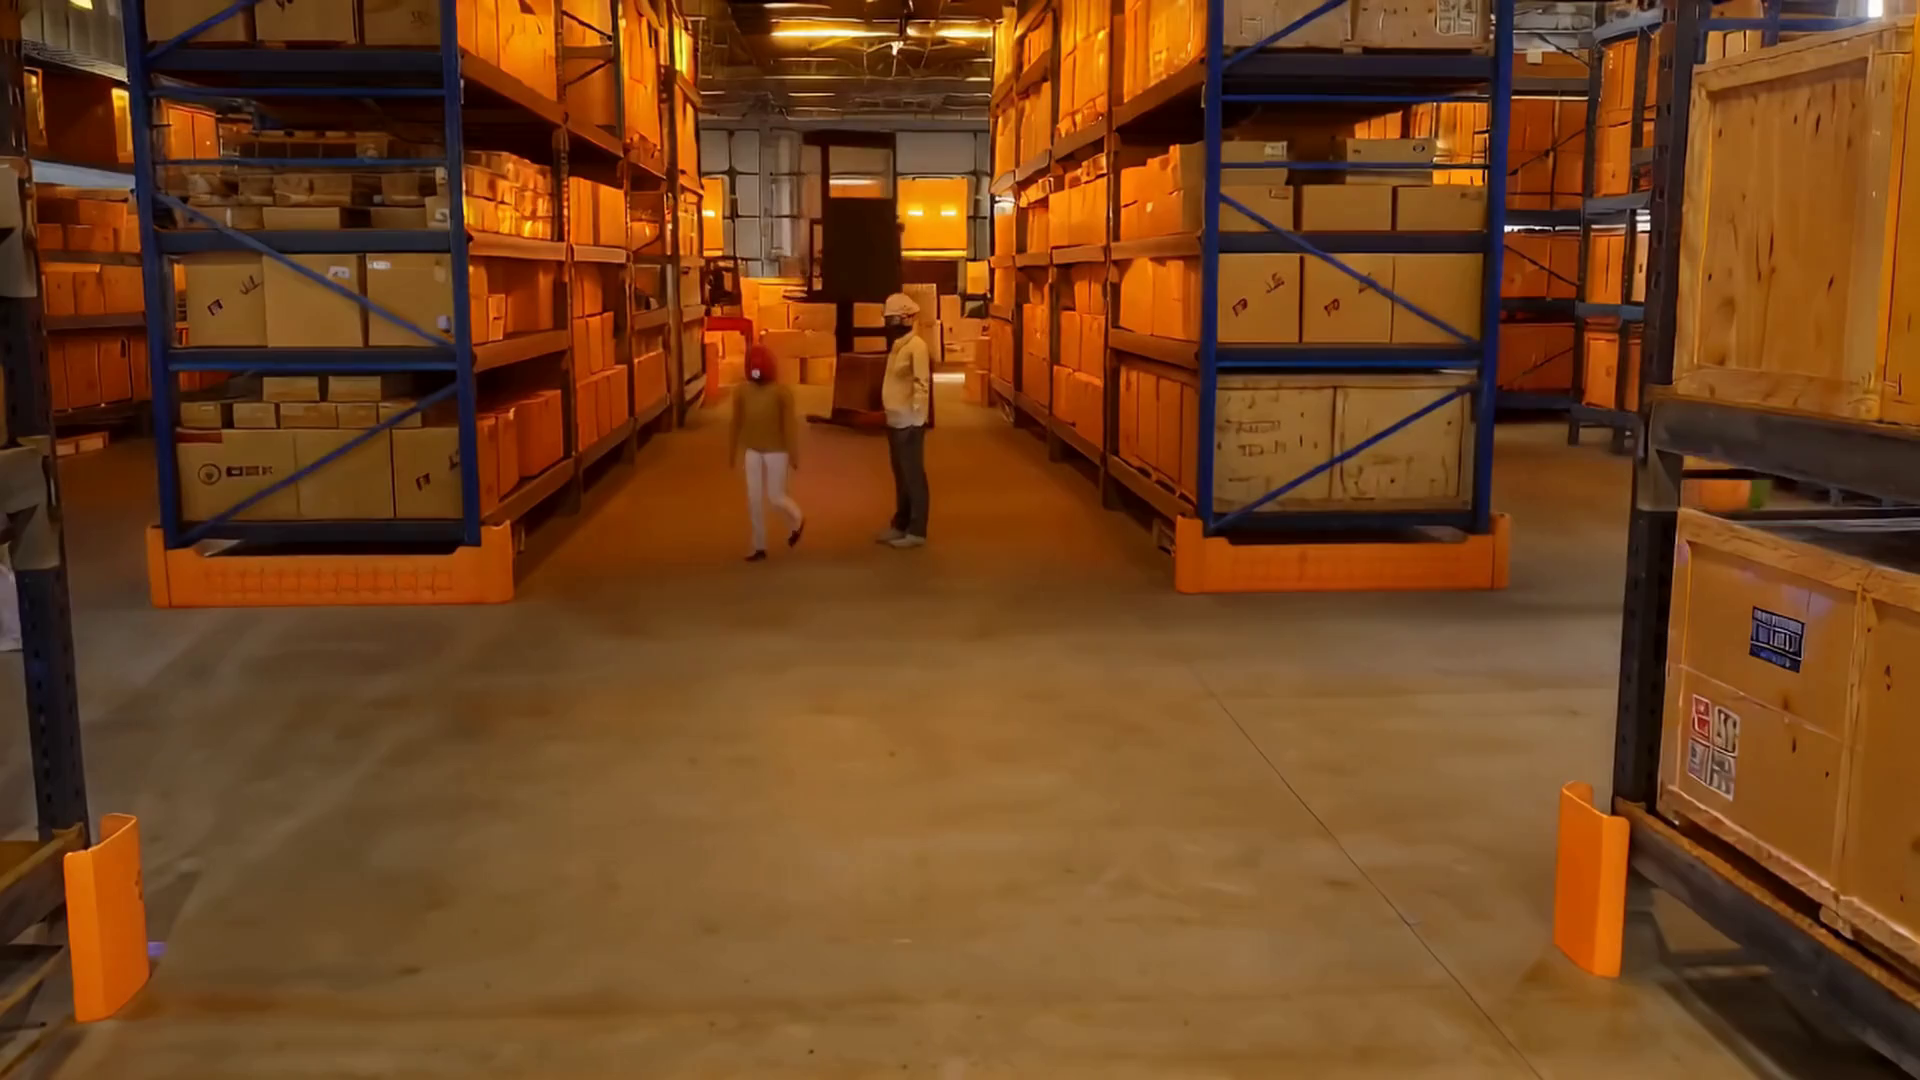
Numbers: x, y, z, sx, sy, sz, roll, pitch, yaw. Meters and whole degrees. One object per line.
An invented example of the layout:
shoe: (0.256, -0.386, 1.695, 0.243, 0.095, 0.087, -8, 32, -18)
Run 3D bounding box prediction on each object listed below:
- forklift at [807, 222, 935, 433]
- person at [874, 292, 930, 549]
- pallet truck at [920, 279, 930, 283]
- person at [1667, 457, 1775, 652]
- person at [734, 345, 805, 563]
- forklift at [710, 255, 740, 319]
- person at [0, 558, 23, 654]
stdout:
forklift: (-1.216, -2.922, 22.680, 1.129, 2.768, 1.873, -5, 10, -29)
person: (-0.437, -0.924, 12.929, 0.387, 1.988, 0.608, -4, 10, -24)
pallet truck: (-0.932, -8.922, 63.114, 1.885, 1.965, 0.823, 2, 9, 13)
person: (4.281, -0.227, 9.164, 0.964, 1.791, 0.639, 0, 9, 1)
person: (-1.404, -0.653, 12.389, 0.516, 1.612, 0.543, 4, 10, 23)
forklift: (-8.364, -8.712, 59.035, 1.129, 2.768, 1.873, -1, 9, -4)
person: (-5.616, -0.142, 9.199, 0.816, 1.598, 0.534, -2, 9, -15)
